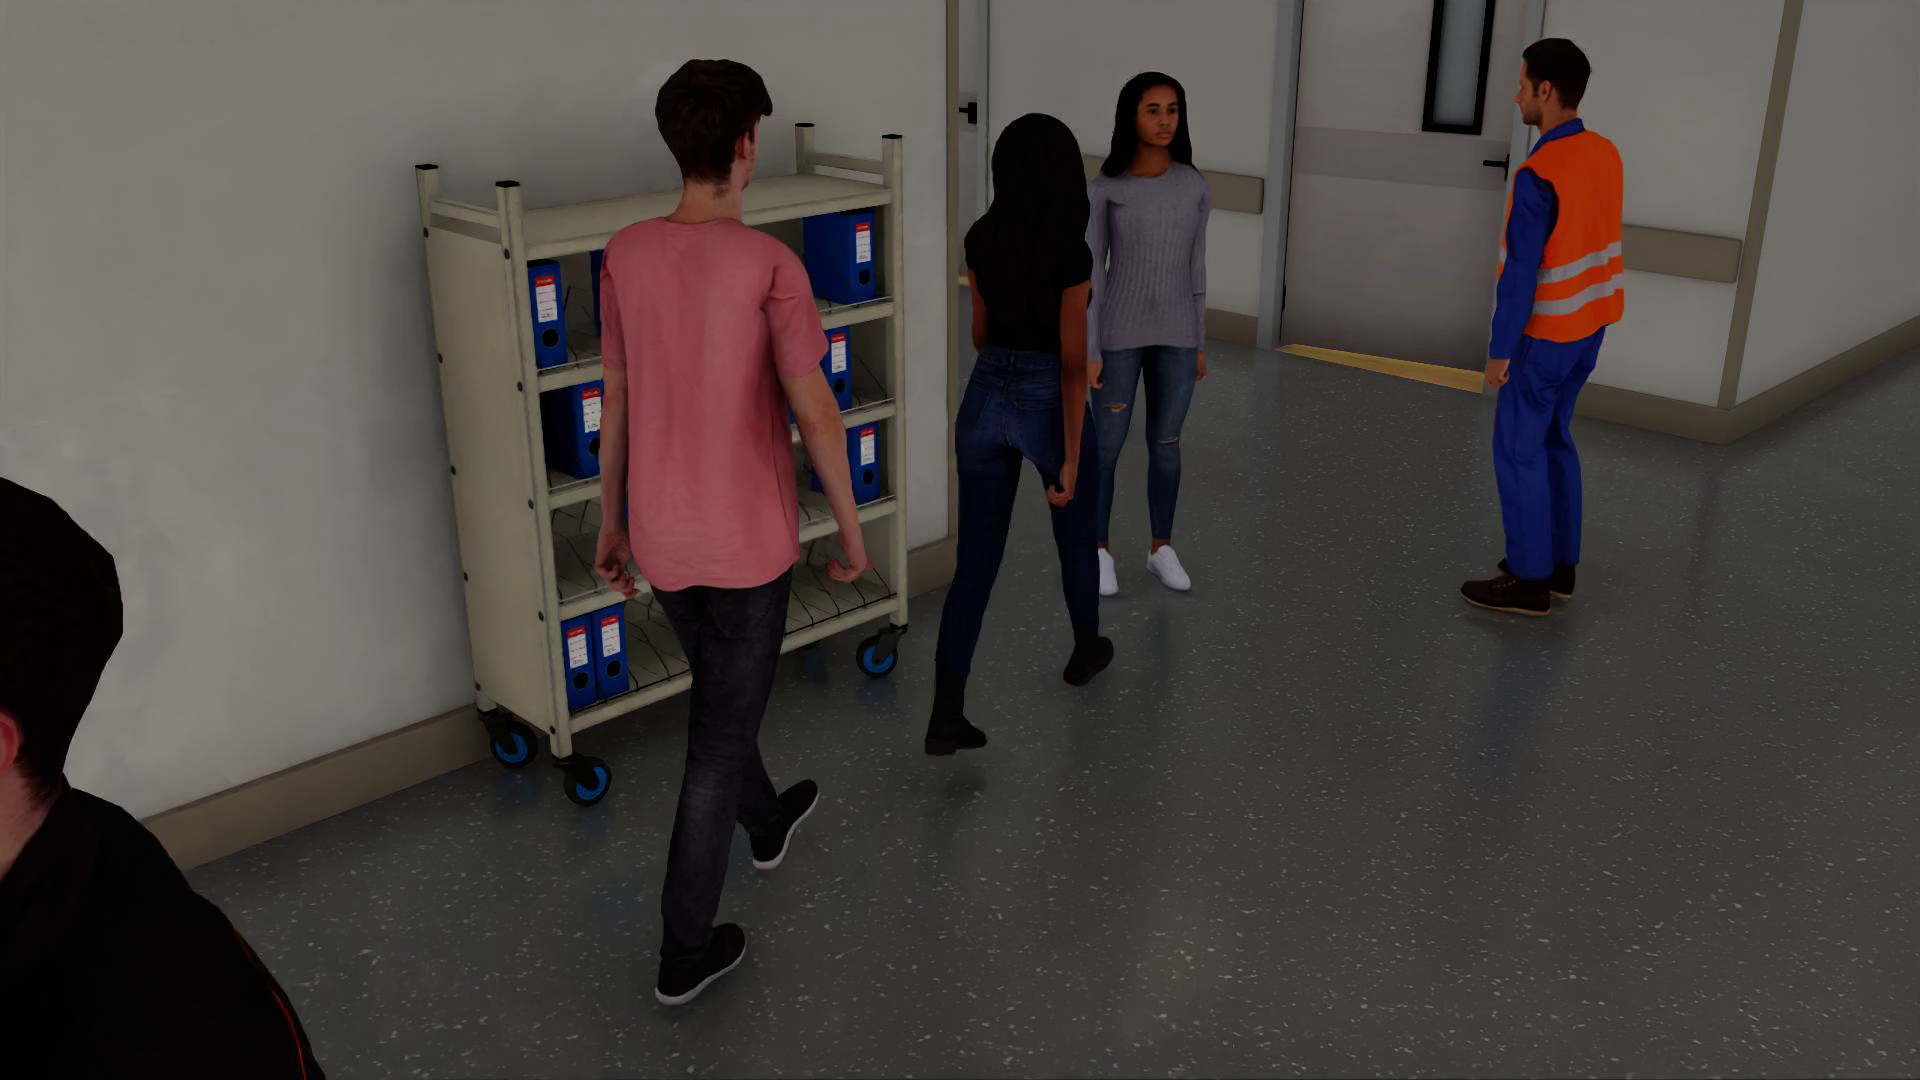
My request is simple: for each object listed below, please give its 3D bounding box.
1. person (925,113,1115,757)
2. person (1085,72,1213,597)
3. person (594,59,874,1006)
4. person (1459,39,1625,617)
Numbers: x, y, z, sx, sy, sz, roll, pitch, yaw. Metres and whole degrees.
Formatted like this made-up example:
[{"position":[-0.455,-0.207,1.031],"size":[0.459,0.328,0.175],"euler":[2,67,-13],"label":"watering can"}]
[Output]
[{"position":[0.115,-0.218,4.448],"size":[0.844,1.684,1.233],"euler":[10,23,24],"label":"person"},{"position":[0.597,-0.681,5.599],"size":[0.643,1.735,0.748],"euler":[-5,21,-13],"label":"person"},{"position":[-0.556,0.060,3.376],"size":[0.895,1.924,1.149],"euler":[9,22,22],"label":"person"},{"position":[1.925,-0.655,5.377],"size":[0.761,1.843,0.565],"euler":[18,27,40],"label":"person"}]
